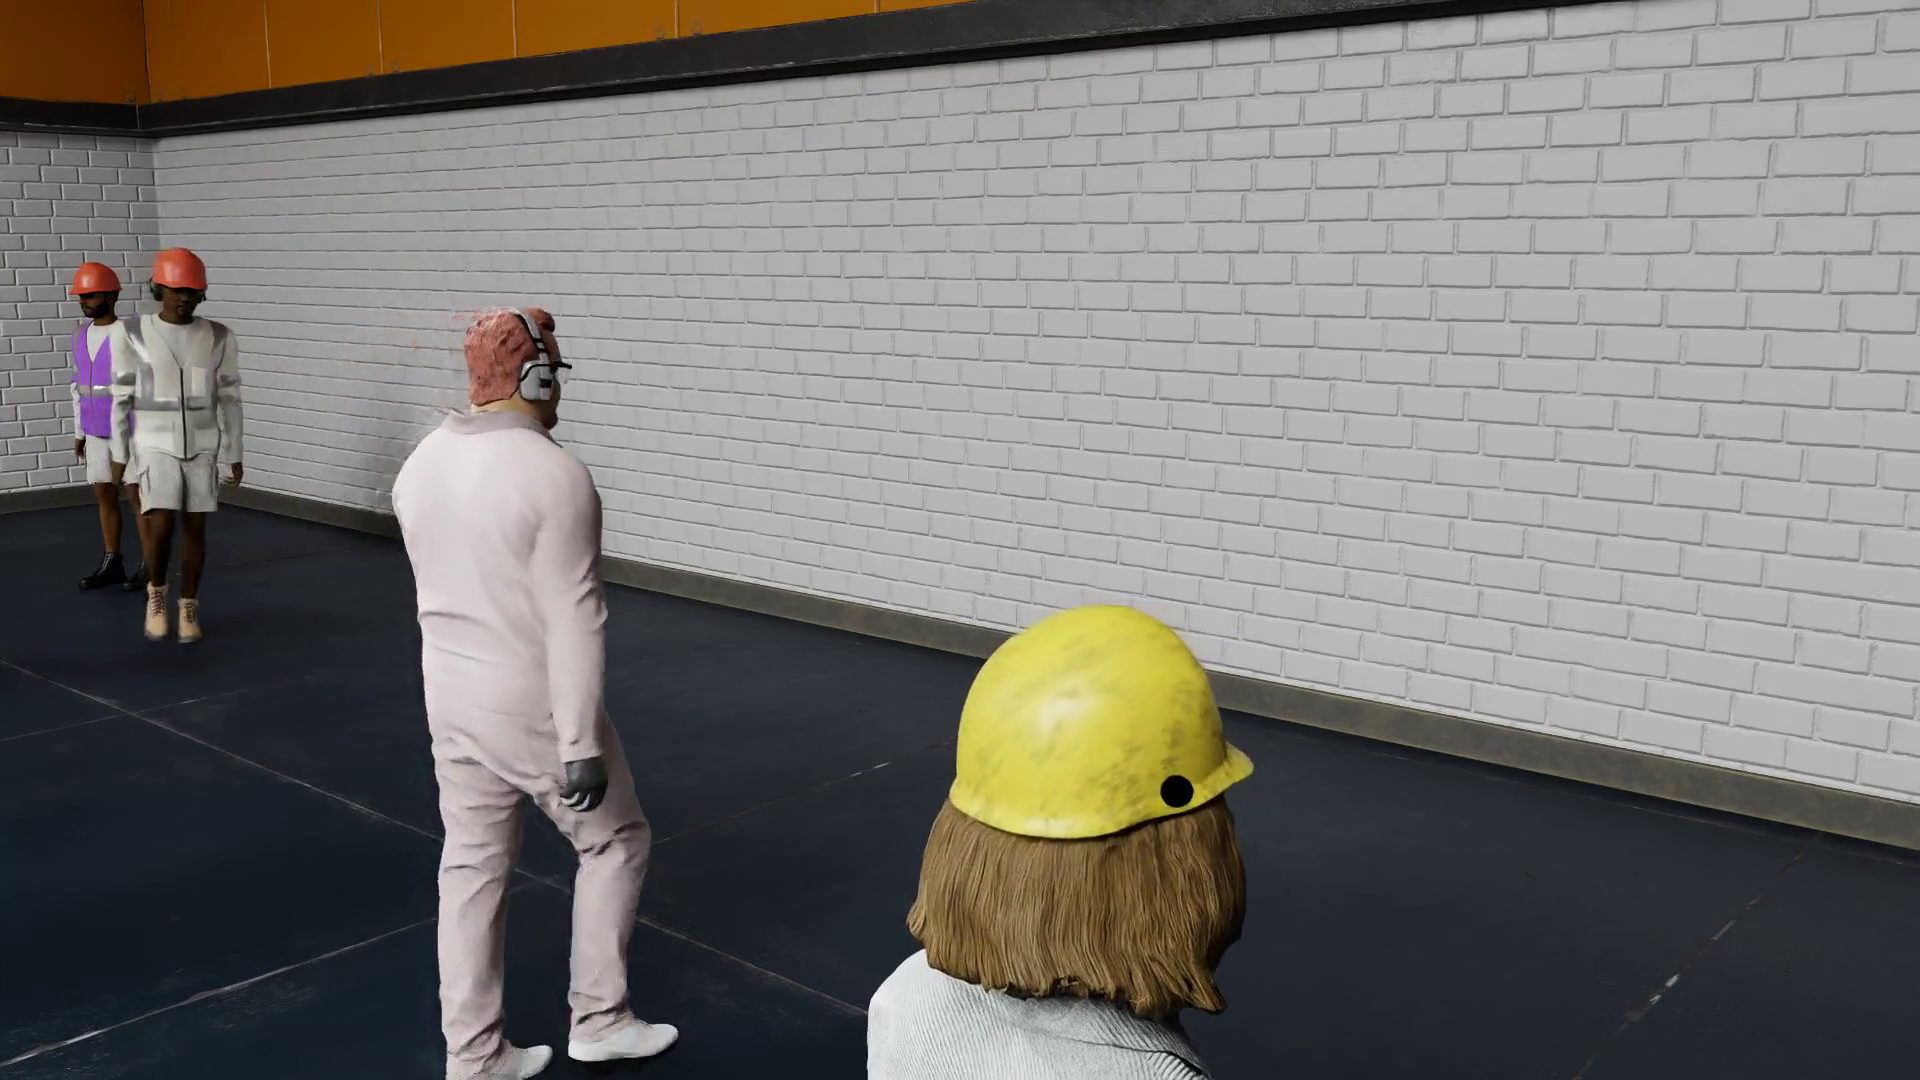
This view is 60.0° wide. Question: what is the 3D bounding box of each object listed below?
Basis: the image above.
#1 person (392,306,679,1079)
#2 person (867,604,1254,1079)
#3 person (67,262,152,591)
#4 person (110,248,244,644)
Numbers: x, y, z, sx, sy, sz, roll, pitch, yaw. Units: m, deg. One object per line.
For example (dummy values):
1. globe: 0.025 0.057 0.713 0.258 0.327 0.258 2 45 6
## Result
1. person: -0.992 0.390 3.994 0.677 1.880 0.708 7 12 35
2. person: 0.108 0.913 1.430 0.292 1.745 0.485 -7 12 -36
3. person: -5.017 -0.659 9.824 0.550 1.937 0.357 3 10 16
4. person: -3.956 -0.461 8.460 0.639 2.018 0.465 -8 13 -38
